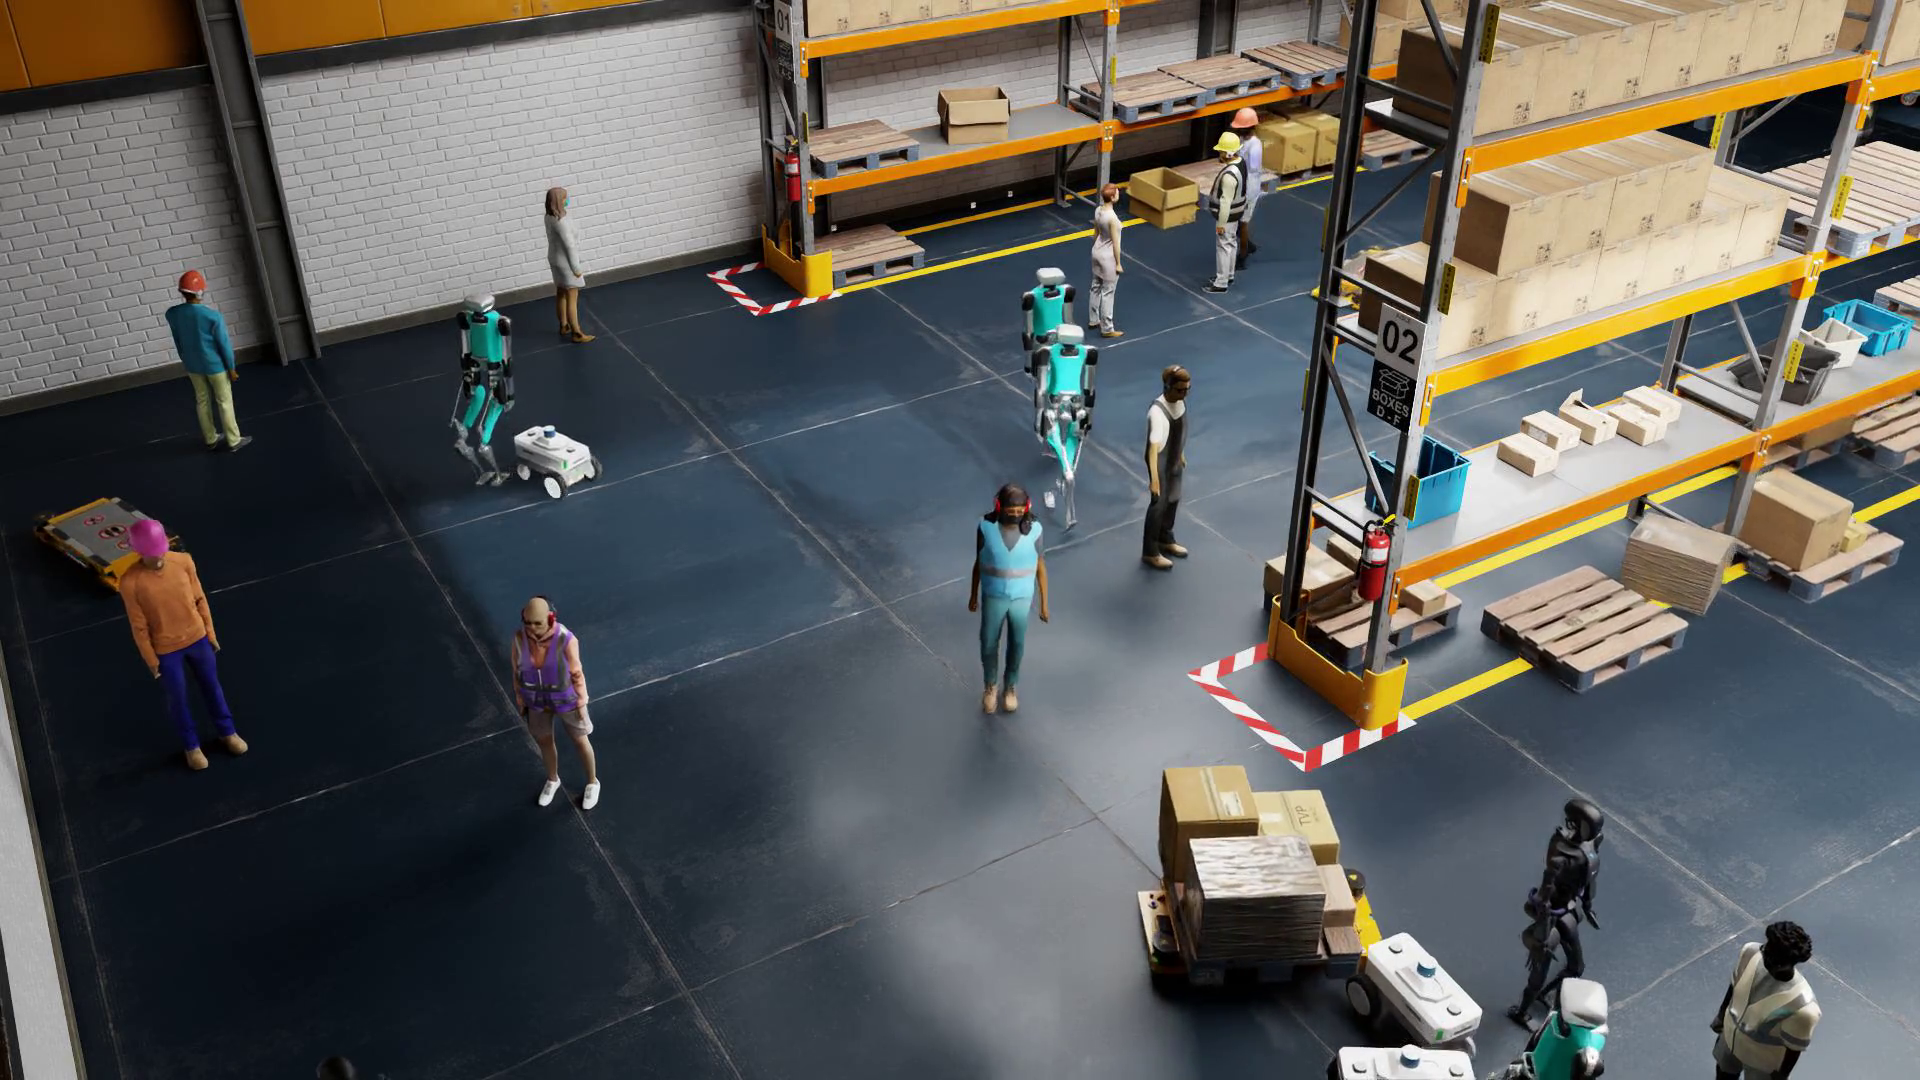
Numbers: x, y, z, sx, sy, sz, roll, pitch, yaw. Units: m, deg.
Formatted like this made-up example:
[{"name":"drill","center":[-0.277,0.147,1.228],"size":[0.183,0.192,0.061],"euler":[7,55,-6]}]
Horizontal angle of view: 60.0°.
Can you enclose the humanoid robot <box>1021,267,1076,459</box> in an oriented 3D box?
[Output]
[{"name":"humanoid robot","center":[0.911,-1.534,15.152],"size":[0.551,1.775,0.807],"euler":[-15,35,-22]}]

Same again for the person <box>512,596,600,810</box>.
[{"name":"person","center":[-2.694,1.077,11.034],"size":[0.485,1.684,0.357],"euler":[3,32,5]}]

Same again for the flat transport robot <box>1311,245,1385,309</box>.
[{"name":"flat transport robot","center":[4.615,-2.971,18.822],"size":[0.659,0.231,1.431],"euler":[23,39,32]}]

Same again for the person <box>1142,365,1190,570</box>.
[{"name":"person","center":[1.691,-0.605,13.582],"size":[0.367,1.833,0.519],"euler":[19,37,27]}]

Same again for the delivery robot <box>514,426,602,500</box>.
[{"name":"delivery robot","center":[-3.646,-0.729,14.994],"size":[0.796,0.612,0.499],"euler":[21,38,30]}]

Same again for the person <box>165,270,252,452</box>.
[{"name":"person","center":[-6.920,-1.648,15.328],"size":[0.554,1.742,0.355],"euler":[5,32,8]}]

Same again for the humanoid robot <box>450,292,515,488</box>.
[{"name":"humanoid robot","center":[-4.252,-1.270,14.707],"size":[0.530,1.739,0.758],"euler":[11,34,17]}]

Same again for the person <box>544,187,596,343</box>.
[{"name":"person","center":[-4.103,-2.880,17.365],"size":[0.342,1.659,0.485],"euler":[-22,38,-31]}]

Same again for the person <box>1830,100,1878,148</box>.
[{"name":"person","center":[10.727,-4.690,20.078],"size":[0.563,1.846,0.396],"euler":[-20,37,-29]}]

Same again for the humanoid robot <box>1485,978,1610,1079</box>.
[{"name":"humanoid robot","center":[2.650,2.864,8.222],"size":[0.787,1.863,0.547],"euler":[3,32,5]}]

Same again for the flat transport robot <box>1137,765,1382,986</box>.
[{"name":"flat transport robot","center":[1.860,2.365,10.312],"size":[1.431,0.231,0.659],"euler":[-2,32,-3]}]

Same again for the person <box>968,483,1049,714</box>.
[{"name":"person","center":[0.353,0.440,11.880],"size":[0.575,1.858,0.541],"euler":[-1,32,-1]}]

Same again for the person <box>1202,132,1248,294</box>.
[{"name":"person","center":[2.941,-3.613,18.386],"size":[0.403,1.824,0.590],"euler":[11,34,17]}]

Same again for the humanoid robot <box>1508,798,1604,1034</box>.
[{"name":"humanoid robot","center":[3.371,2.131,9.349],"size":[0.585,1.650,0.339],"euler":[-26,40,-35]}]

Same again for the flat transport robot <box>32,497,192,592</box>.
[{"name":"flat transport robot","center":[-7.199,-0.001,14.085],"size":[1.431,0.231,0.659],"euler":[23,39,32]}]

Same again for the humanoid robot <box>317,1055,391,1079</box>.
[{"name":"humanoid robot","center":[-2.764,3.079,7.851],"size":[0.370,1.646,0.593],"euler":[17,36,25]}]

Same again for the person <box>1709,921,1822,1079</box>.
[{"name":"person","center":[4.097,2.608,8.586],"size":[0.319,1.691,0.535],"euler":[-8,33,-13]}]

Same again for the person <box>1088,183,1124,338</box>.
[{"name":"person","center":[1.549,-2.940,17.460],"size":[0.285,1.662,0.442],"euler":[-16,35,-23]}]

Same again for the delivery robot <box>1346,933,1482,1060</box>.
[{"name":"delivery robot","center":[2.649,2.637,9.612],"size":[0.499,0.598,0.791],"euler":[-14,35,-21]}]

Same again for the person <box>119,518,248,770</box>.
[{"name":"person","center":[-5.346,0.696,11.375],"size":[0.511,1.975,0.406],"euler":[-28,42,-37]}]

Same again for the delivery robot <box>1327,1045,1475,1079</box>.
[{"name":"delivery robot","center":[2.392,2.996,9.055],"size":[0.812,0.614,0.499],"euler":[1,32,2]}]

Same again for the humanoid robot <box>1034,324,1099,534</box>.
[{"name":"humanoid robot","center":[0.948,-0.853,14.103],"size":[0.568,1.765,1.014],"euler":[-5,32,-7]}]

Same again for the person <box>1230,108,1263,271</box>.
[{"name":"person","center":[3.192,-3.964,18.852],"size":[0.408,1.916,0.553],"euler":[-5,32,-7]}]
